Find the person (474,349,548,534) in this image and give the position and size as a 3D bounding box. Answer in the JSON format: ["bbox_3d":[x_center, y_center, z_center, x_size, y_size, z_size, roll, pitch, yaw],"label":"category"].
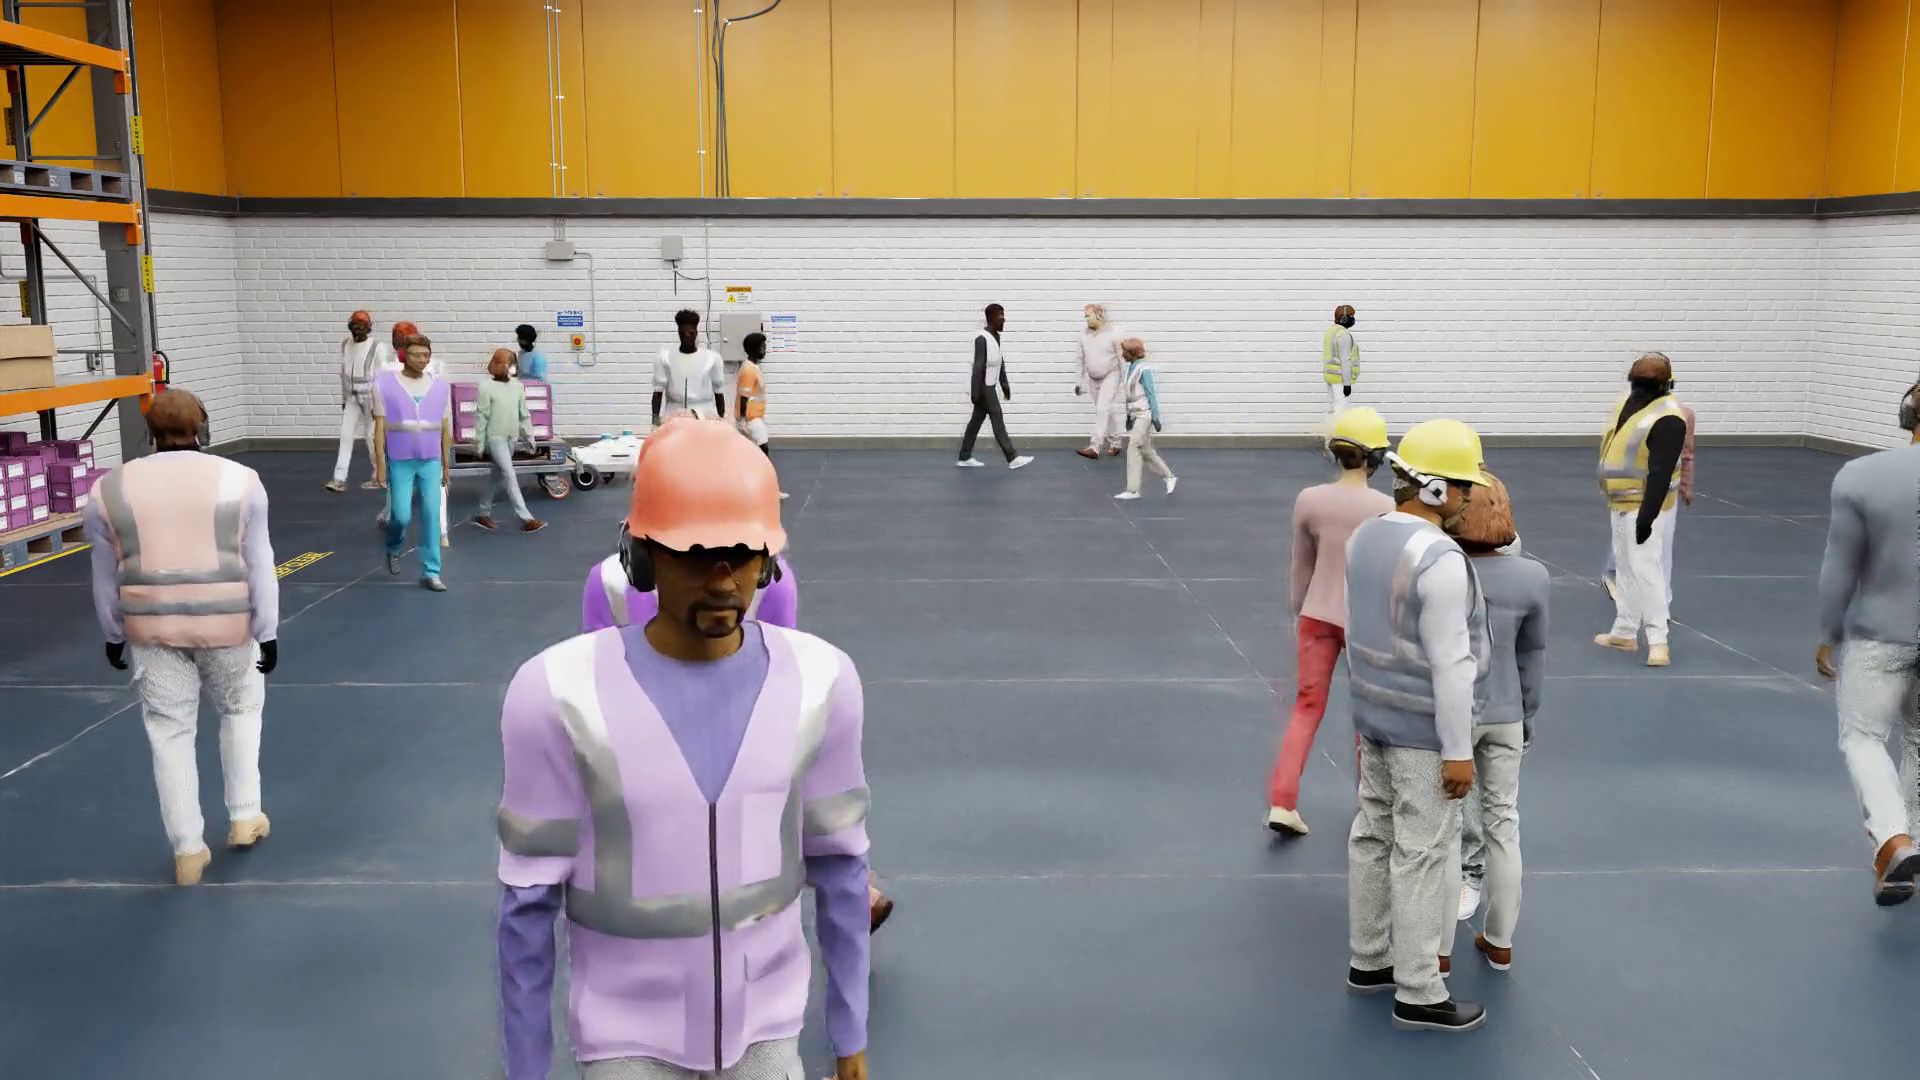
[{"bbox_3d":[-3.896,-0.846,14.284,0.905,1.580,0.513,5,11,28],"label":"person"}]

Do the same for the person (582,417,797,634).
[{"bbox_3d":[-0.705,0.647,4.180,0.571,1.892,0.927,1,9,5],"label":"person"}]

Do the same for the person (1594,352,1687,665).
[{"bbox_3d":[3.936,-0.197,9.679,0.432,1.808,0.699,0,9,1],"label":"person"}]

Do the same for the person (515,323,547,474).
[{"bbox_3d":[-4.733,-1.551,18.325,0.383,1.666,0.597,-7,12,-38],"label":"person"}]

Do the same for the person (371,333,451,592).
[{"bbox_3d":[-3.891,-0.560,11.805,0.578,1.822,0.667,-6,11,-34],"label":"person"}]

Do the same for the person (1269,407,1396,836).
[{"bbox_3d":[1.538,0.323,6.697,0.532,1.725,0.883,8,12,41],"label":"person"}]

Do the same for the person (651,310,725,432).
[{"bbox_3d":[-2.358,-1.026,14.387,0.624,1.907,1.014,0,9,1],"label":"person"}]

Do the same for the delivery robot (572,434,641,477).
[{"bbox_3d":[-3.654,-0.858,17.227,0.707,0.478,0.477,-2,9,-15],"label":"delivery robot"}]

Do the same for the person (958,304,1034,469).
[{"bbox_3d":[0.403,-1.741,18.924,0.986,1.861,0.614,3,10,17],"label":"person"}]

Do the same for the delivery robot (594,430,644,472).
[{"bbox_3d":[-3.527,-0.929,17.667,0.707,0.478,0.477,-2,9,-13],"label":"delivery robot"}]

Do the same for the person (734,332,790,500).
[{"bbox_3d":[-2.127,-1.207,16.261,0.825,1.663,0.540,-1,9,-4],"label":"person"}]

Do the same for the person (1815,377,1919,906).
[{"bbox_3d":[3.363,0.366,5.831,0.629,1.924,0.710,3,10,16],"label":"person"}]

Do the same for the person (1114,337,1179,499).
[{"bbox_3d":[1.874,-1.202,16.413,0.672,1.601,0.516,-1,9,-9],"label":"person"}]

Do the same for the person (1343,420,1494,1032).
[{"bbox_3d":[1.382,0.549,5.013,0.403,1.823,0.586,-2,10,-15],"label":"person"}]

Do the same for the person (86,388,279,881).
[{"bbox_3d":[-2.922,0.332,6.334,0.652,1.816,0.704,-3,10,-17],"label":"person"}]

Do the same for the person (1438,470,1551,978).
[{"bbox_3d":[1.628,0.589,5.335,0.500,1.636,0.281,-2,9,-13],"label":"person"}]

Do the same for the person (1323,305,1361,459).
[{"bbox_3d":[4.572,-1.895,19.943,0.420,1.842,0.636,-1,9,-4],"label":"person"}]

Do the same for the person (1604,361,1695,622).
[{"bbox_3d":[4.532,-0.367,10.961,0.565,1.714,0.901,2,9,10],"label":"person"}]

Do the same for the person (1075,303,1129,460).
[{"bbox_3d":[1.684,-1.886,19.865,0.672,1.855,0.997,9,13,44],"label":"person"}]

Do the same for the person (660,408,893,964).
[{"bbox_3d":[-0.675,0.512,5.127,0.961,1.865,0.631,-2,10,-13],"label":"person"}]

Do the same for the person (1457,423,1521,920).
[{"bbox_3d":[1.694,0.452,5.852,0.487,1.744,0.294,8,12,40],"label":"person"}]

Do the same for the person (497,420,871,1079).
[{"bbox_3d":[-0.435,0.810,2.776,0.644,2.026,0.421,-4,10,-25],"label":"person"}]

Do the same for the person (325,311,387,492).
[{"bbox_3d":[-6.147,-1.394,16.869,0.654,1.840,0.842,4,10,21],"label":"person"}]

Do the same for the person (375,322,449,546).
[{"bbox_3d":[-4.532,-0.881,13.750,0.601,1.825,0.996,-8,12,-42],"label":"person"}]
